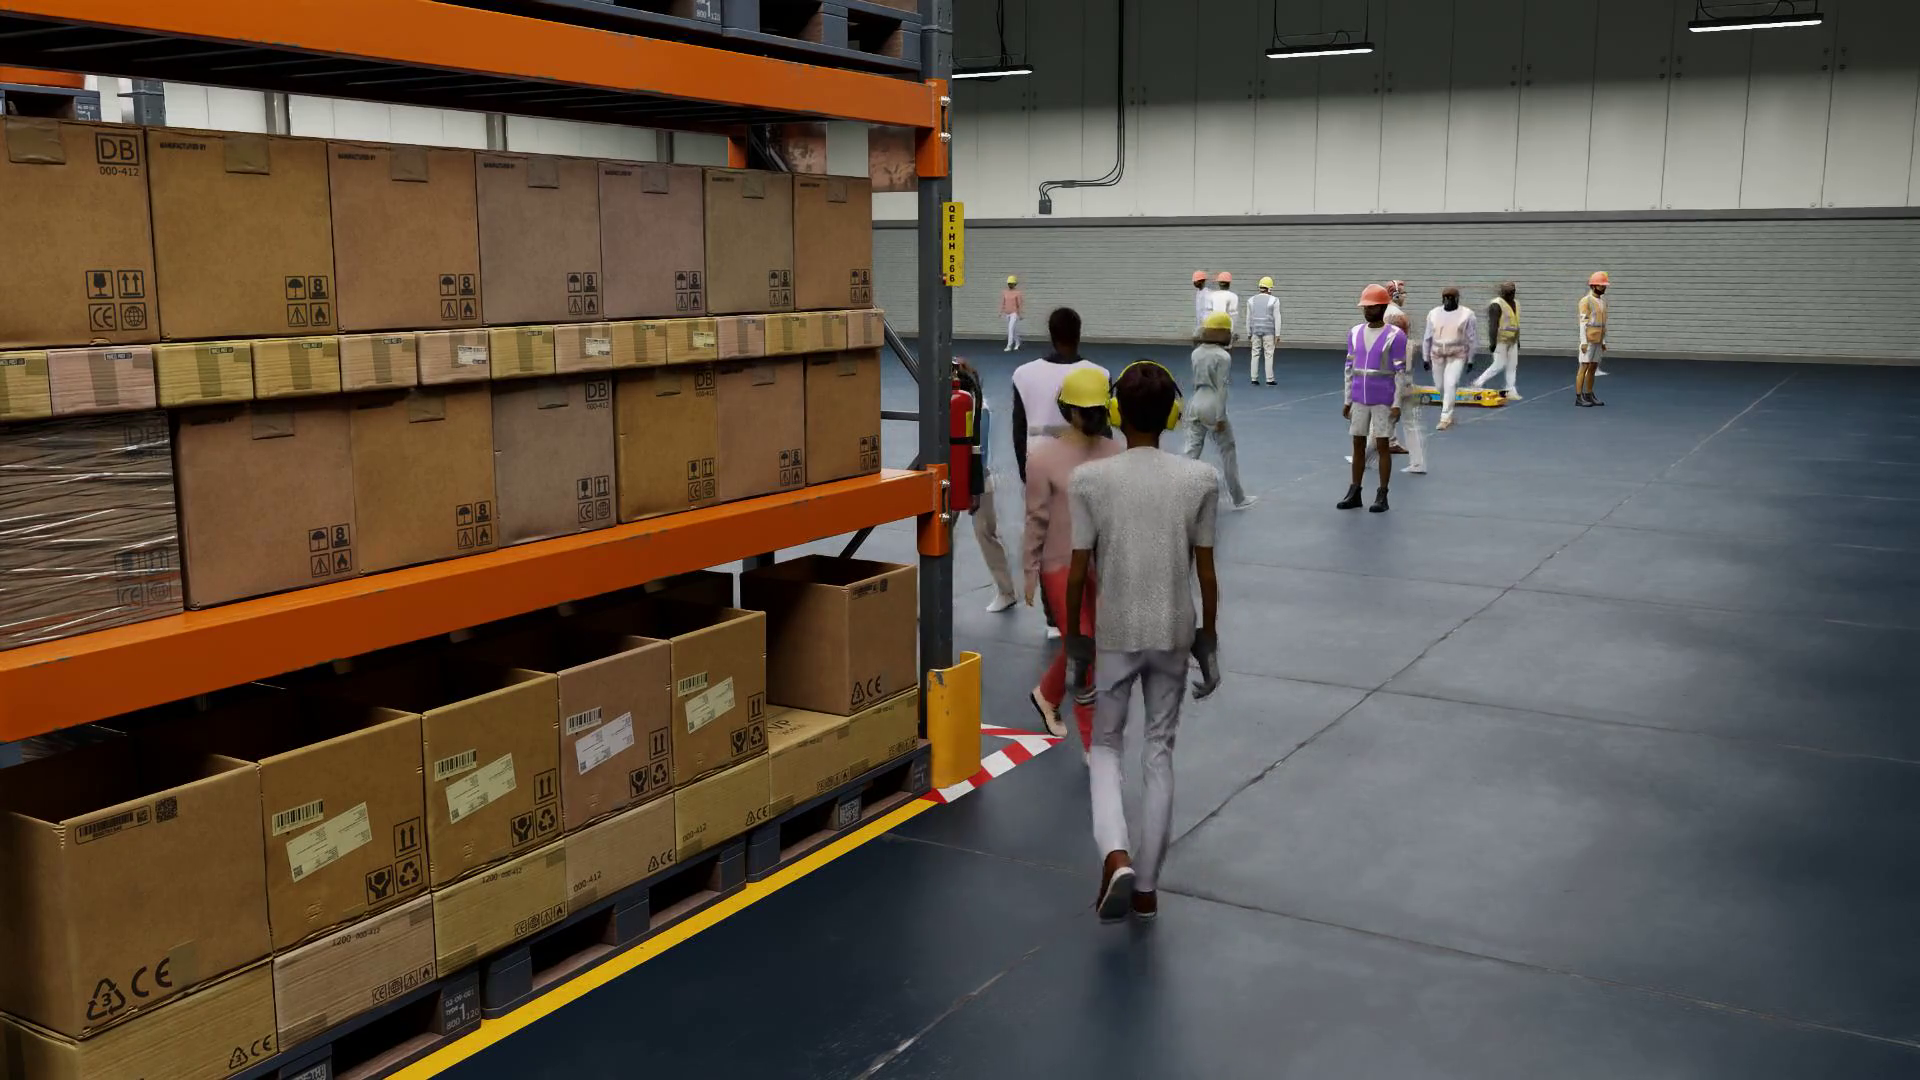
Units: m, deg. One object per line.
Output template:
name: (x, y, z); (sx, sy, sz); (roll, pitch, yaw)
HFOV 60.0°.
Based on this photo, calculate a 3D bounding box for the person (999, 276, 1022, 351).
person: (1.234, -5.236, 38.410); (0.517, 1.735, 0.871); (7, 12, 37)

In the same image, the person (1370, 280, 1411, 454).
person: (4.784, -1.913, 18.429); (0.407, 1.910, 0.638); (-3, 10, -14)

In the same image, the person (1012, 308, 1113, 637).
person: (0.604, -0.420, 9.794); (0.589, 1.863, 1.000); (1, 10, 6)

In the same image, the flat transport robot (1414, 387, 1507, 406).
flat transport robot: (7.253, -2.127, 24.466); (1.431, 0.197, 0.652); (5, 11, 29)

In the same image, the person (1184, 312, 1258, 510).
person: (2.192, -1.078, 14.146); (0.849, 1.702, 0.493); (-7, 12, -37)

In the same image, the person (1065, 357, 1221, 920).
person: (0.597, 0.348, 5.357); (0.510, 1.854, 0.494); (0, 10, 2)

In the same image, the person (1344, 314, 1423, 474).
person: (4.337, -1.471, 16.762); (0.530, 1.592, 0.833); (-8, 12, -38)

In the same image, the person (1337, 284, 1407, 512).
person: (3.517, -1.205, 14.194); (0.544, 1.939, 0.372); (9, 13, 41)

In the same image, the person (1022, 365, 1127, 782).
person: (0.497, 0.098, 7.170); (0.545, 1.729, 0.838); (-5, 11, -28)

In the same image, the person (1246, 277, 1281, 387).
person: (5.084, -3.476, 27.799); (0.601, 1.830, 0.404); (6, 12, 33)

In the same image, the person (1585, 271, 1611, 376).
person: (11.646, -3.957, 30.379); (0.398, 1.927, 0.608); (1, 10, 4)

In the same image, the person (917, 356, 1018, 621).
person: (0.037, -0.309, 9.992); (0.517, 1.589, 0.843); (9, 13, 43)

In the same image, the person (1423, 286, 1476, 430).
person: (6.214, -2.319, 21.108); (0.633, 1.814, 0.852); (6, 12, 33)

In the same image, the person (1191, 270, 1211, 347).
person: (4.522, -4.078, 31.097); (0.478, 1.909, 0.613); (-1, 10, -6)

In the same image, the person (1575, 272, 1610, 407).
person: (9.191, -2.900, 24.115); (0.542, 1.939, 0.363); (-7, 12, -36)

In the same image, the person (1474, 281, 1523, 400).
person: (8.177, -3.014, 25.201); (0.654, 1.805, 0.683); (-8, 12, -38)

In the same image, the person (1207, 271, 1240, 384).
person: (4.431, -3.571, 28.088); (0.550, 1.921, 0.467); (7, 12, 36)
